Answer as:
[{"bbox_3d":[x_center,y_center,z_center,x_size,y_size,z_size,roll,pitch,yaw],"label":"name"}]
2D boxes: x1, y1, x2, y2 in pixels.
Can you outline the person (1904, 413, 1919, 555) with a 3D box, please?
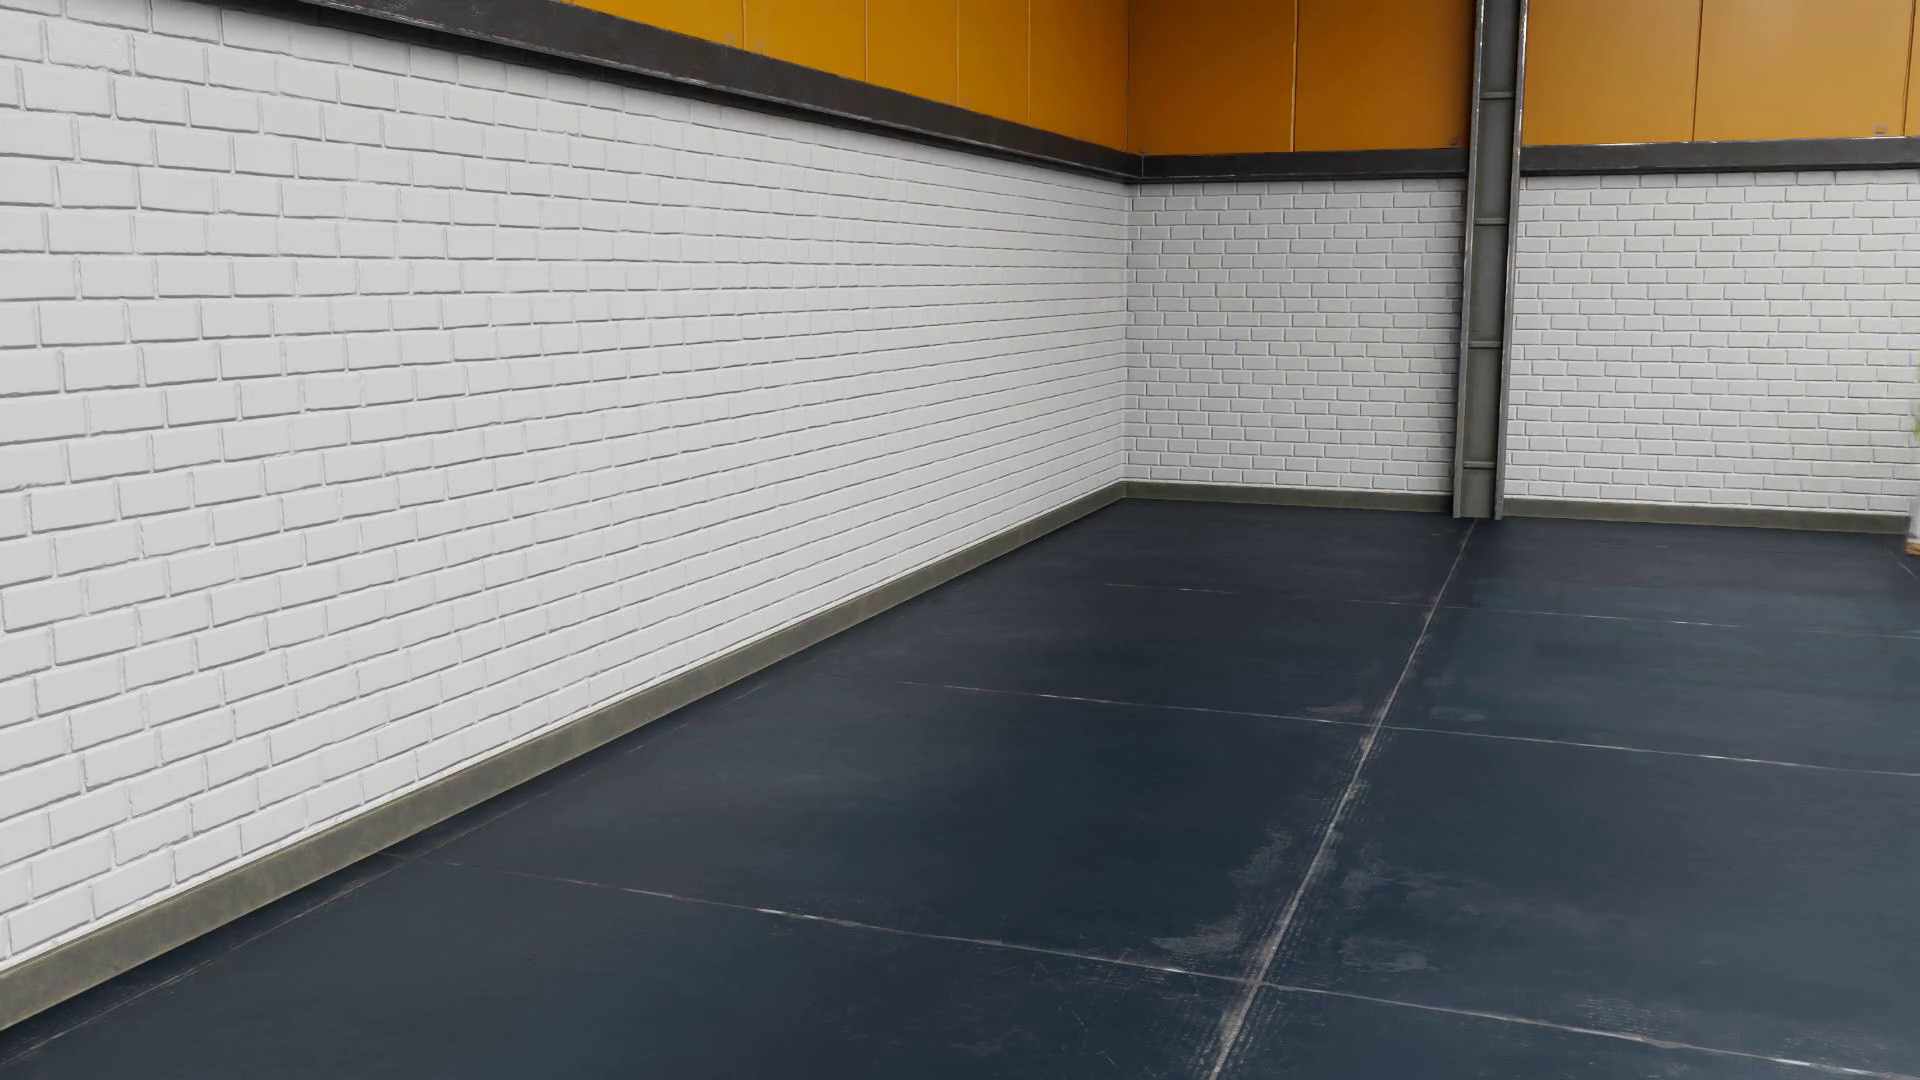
[{"bbox_3d":[7.186,-0.742,12.085,0.655,1.800,0.521,-8,12,-42],"label":"person"}]
